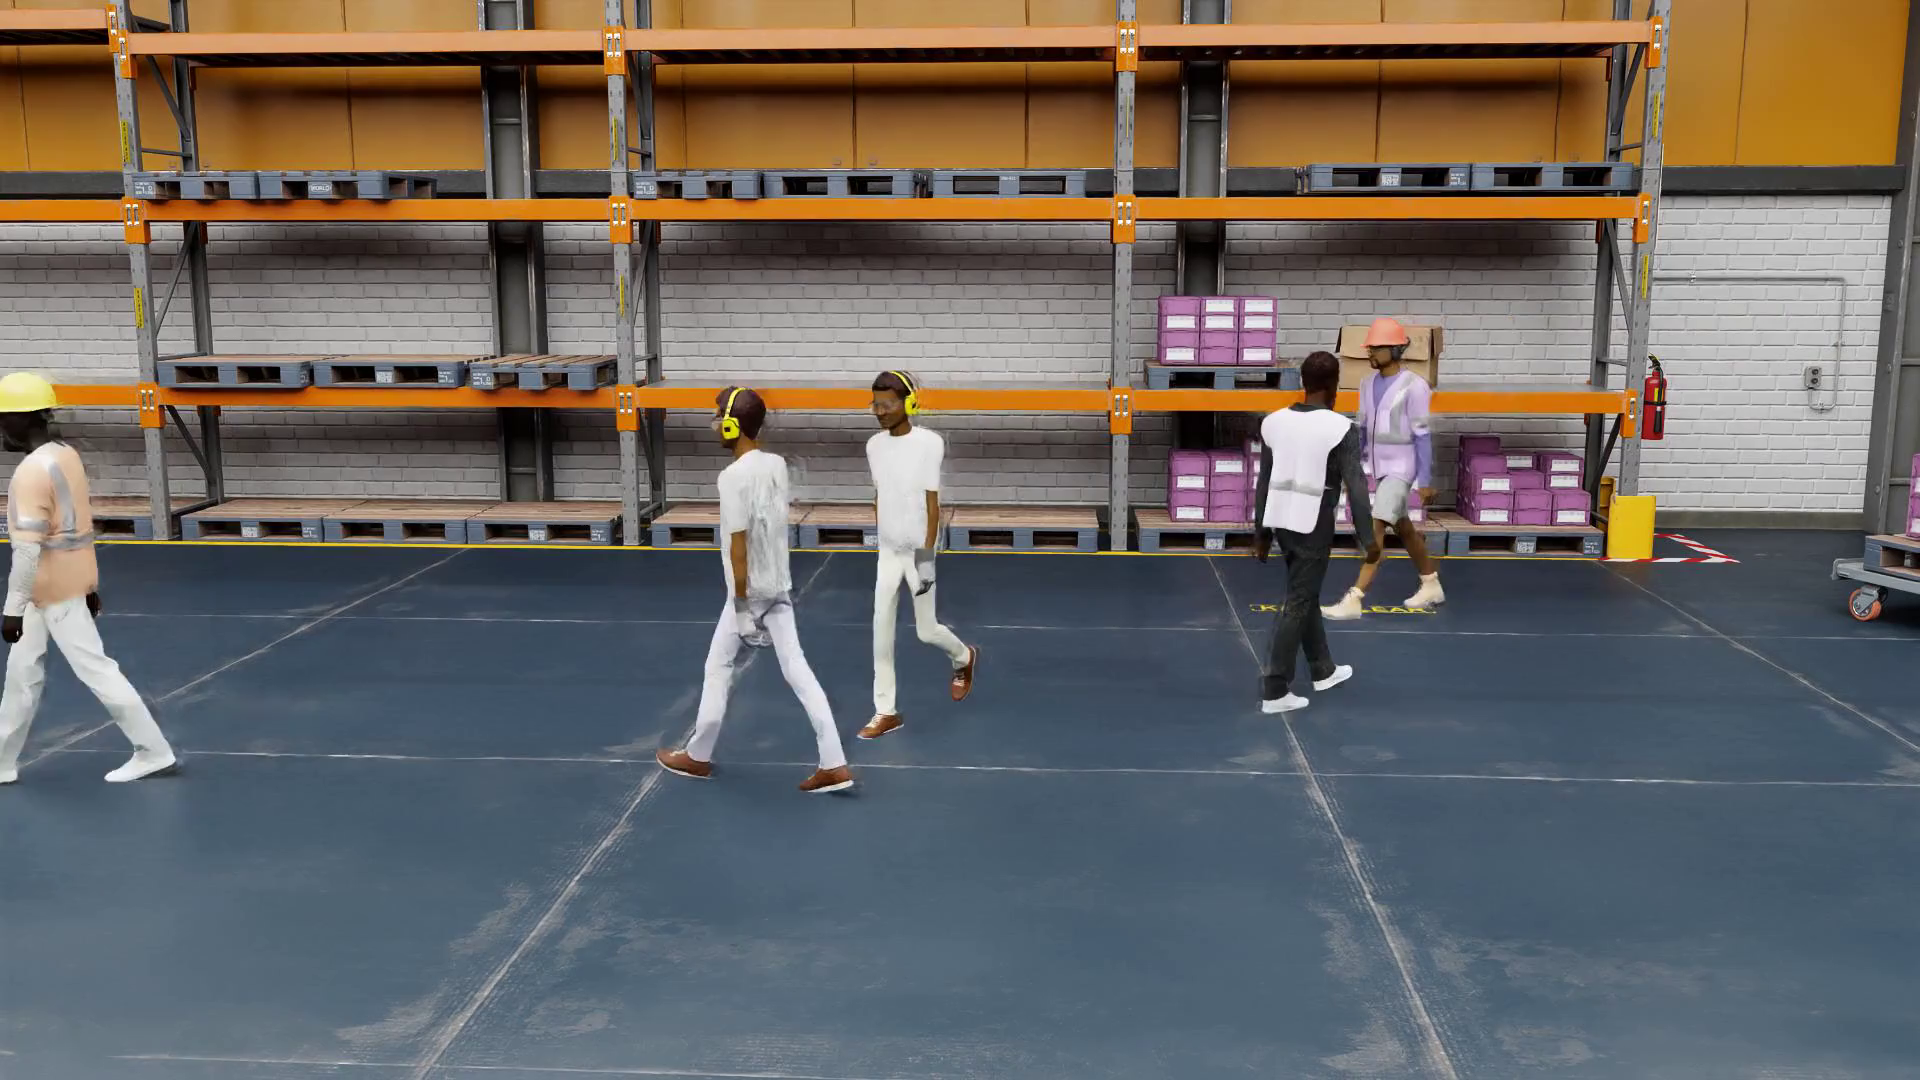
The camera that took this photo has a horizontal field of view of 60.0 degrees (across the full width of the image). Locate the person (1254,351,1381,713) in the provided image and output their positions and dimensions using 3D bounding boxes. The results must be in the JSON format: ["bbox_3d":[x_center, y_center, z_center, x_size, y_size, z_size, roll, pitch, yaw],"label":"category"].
[{"bbox_3d":[1.924,-0.049,8.805,0.927,1.875,0.600,-7,12,-34],"label":"person"}]

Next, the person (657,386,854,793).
[{"bbox_3d":[-0.909,0.227,7.388,1.024,1.819,0.505,6,11,31],"label":"person"}]

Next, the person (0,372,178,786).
[{"bbox_3d":[-4.042,0.192,7.401,0.984,1.877,0.604,-3,10,-17],"label":"person"}]

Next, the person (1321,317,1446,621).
[{"bbox_3d":[2.864,-0.476,11.012,1.062,1.990,0.628,-4,10,-21],"label":"person"}]

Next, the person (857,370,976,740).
[{"bbox_3d":[-0.223,0.047,8.391,0.486,1.833,0.788,6,11,32],"label":"person"}]
